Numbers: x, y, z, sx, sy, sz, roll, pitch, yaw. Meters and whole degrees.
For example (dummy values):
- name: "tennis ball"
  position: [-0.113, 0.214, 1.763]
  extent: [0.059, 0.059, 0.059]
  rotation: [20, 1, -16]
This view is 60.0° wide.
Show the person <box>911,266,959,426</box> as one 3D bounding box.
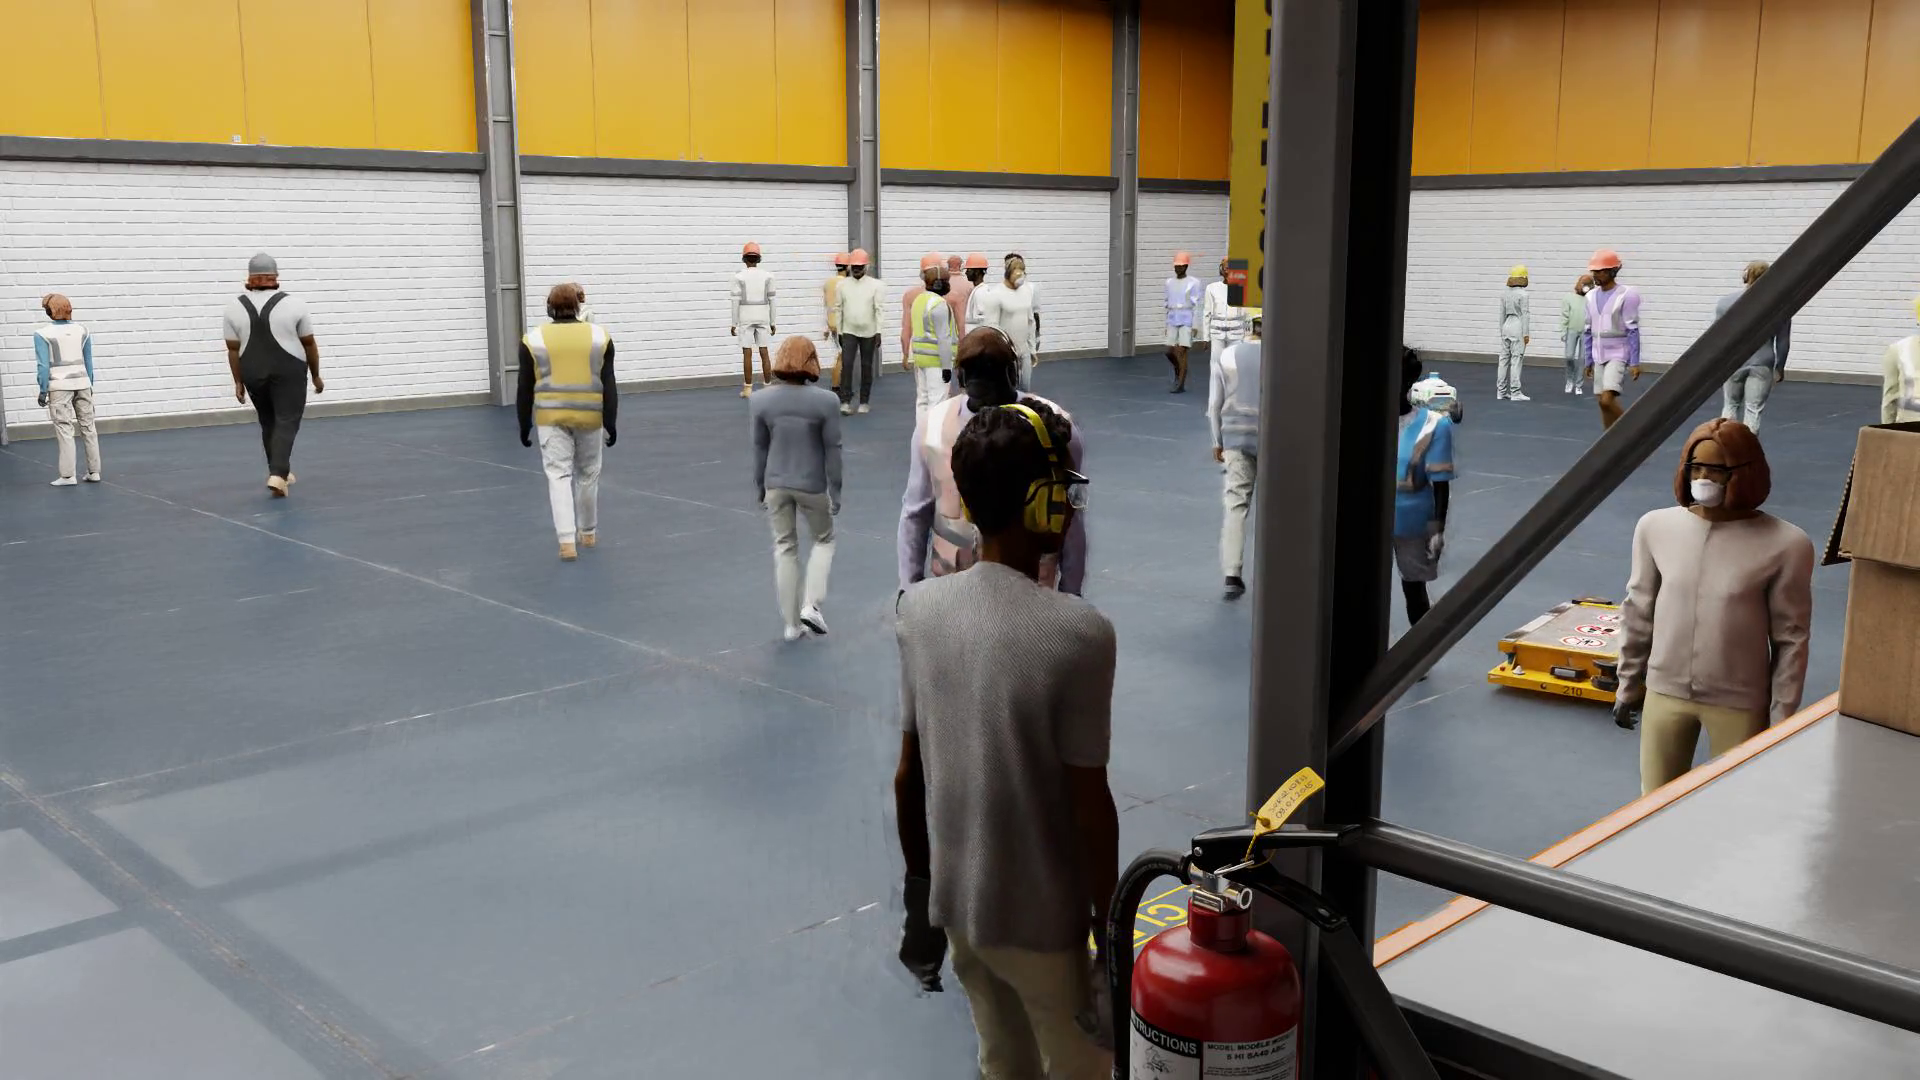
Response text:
- name: "person"
  position: [-0.225, -1.660, 15.739]
  extent: [0.429, 1.841, 0.633]
  rotation: [-5, 11, -24]

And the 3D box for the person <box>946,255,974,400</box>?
- name: "person"
  position: [-0.086, -2.718, 21.428]
  extent: [0.671, 1.865, 0.855]
  rotation: [1, 10, 6]

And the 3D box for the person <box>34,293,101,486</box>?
- name: "person"
  position: [-7.617, -1.275, 14.188]
  extent: [0.314, 1.642, 0.514]
  rotation: [5, 12, 27]

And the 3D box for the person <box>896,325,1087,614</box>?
- name: "person"
  position: [0.068, 0.174, 5.799]
  extent: [0.650, 1.815, 0.779]
  rotation: [4, 11, 21]

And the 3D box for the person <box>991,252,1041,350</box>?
- name: "person"
  position: [0.676, -2.537, 20.281]
  extent: [0.617, 1.935, 0.900]
  rotation: [1, 10, 4]

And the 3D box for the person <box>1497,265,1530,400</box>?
- name: "person"
  position: [7.218, -2.687, 21.607]
  extent: [0.296, 1.745, 0.485]
  rotation: [-5, 11, -25]

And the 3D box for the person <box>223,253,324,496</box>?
- name: "person"
  position: [-5.692, -1.400, 13.780]
  extent: [0.683, 2.000, 0.992]
  rotation: [0, 10, -2]

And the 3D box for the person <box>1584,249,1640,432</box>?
- name: "person"
  position: [6.059, -1.698, 15.514]
  extent: [0.554, 2.012, 0.645]
  rotation: [-4, 11, -22]

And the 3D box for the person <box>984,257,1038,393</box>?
- name: "person"
  position: [0.492, -1.875, 16.723]
  extent: [0.555, 1.915, 0.823]
  rotation: [10, 14, 43]

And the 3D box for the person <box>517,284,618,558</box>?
- name: "person"
  position: [-2.623, -0.796, 11.129]
  extent: [0.648, 1.811, 0.793]
  rotation: [-3, 11, -17]

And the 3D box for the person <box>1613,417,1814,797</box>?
- name: "person"
  position: [2.116, 0.464, 4.727]
  extent: [0.507, 1.631, 0.268]
  rotation: [9, 14, 42]

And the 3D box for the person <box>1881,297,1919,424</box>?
- name: "person"
  position: [6.169, -0.693, 10.562]
  extent: [0.600, 1.811, 0.513]
  rotation: [4, 11, 23]

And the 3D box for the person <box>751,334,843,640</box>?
- name: "person"
  position: [-0.850, -0.270, 8.770]
  extent: [0.500, 1.621, 0.335]
  rotation: [2, 11, 9]

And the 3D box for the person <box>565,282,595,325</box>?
- name: "person"
  position: [-4.056, -1.904, 17.631]
  extent: [0.523, 1.636, 0.310]
  rotation: [6, 12, 32]

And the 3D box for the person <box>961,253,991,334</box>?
- name: "person"
  position: [0.189, -2.211, 18.481]
  extent: [0.362, 1.938, 0.545]
  rotation: [0, 10, -2]

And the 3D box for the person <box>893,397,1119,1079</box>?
- name: "person"
  position: [0.066, 0.683, 2.931]
  extent: [0.569, 1.855, 0.549]
  rotation: [-10, 14, -42]

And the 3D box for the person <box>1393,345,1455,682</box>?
- name: "person"
  position: [2.025, -0.089, 7.715]
  extent: [0.534, 1.649, 0.897]
  rotation: [5, 12, 27]

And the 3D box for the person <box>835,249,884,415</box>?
- name: "person"
  position: [-1.211, -2.457, 19.751]
  extent: [0.618, 1.955, 0.905]
  rotation: [1, 10, 6]

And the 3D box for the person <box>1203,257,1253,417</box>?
- name: "person"
  position: [3.127, -2.367, 19.484]
  extent: [0.575, 1.882, 0.355]
  rotation: [3, 11, 16]

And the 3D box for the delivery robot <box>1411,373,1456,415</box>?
- name: "delivery robot"
  position: [5.437, -1.679, 19.100]
  extent: [0.477, 0.478, 0.707]
  rotation: [0, 10, -1]

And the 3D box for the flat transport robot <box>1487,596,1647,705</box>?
- name: "flat transport robot"
  position: [3.146, 0.518, 8.147]
  extent: [0.652, 0.197, 1.431]
  rotation: [7, 13, 35]

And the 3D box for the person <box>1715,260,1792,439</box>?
- name: "person"
  position: [7.121, -1.553, 14.975]
  extent: [0.618, 1.897, 0.878]
  rotation: [6, 12, 31]

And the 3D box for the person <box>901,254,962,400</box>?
- name: "person"
  position: [-0.285, -1.972, 17.172]
  extent: [0.641, 1.940, 1.054]
  rotation: [0, 10, -3]

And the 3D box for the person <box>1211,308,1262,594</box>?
- name: "person"
  position: [1.790, -0.578, 10.026]
  extent: [0.591, 1.788, 0.927]
  rotation: [3, 11, 17]

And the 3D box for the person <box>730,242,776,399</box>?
- name: "person"
  position: [-2.719, -2.875, 21.814]
  extent: [0.615, 2.040, 0.391]
  rotation: [-4, 11, -23]

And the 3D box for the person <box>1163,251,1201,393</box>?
- name: "person"
  position: [3.006, -2.948, 22.548]
  extent: [0.547, 1.922, 0.473]
  rotation: [7, 12, 32]

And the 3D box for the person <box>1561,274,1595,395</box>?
- name: "person"
  position: [8.306, -2.744, 22.258]
  extent: [0.526, 1.608, 0.436]
  rotation: [4, 11, 20]

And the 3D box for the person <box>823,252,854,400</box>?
- name: "person"
  position: [-1.478, -2.779, 21.666]
  extent: [0.667, 1.911, 0.551]
  rotation: [-10, 14, -44]
